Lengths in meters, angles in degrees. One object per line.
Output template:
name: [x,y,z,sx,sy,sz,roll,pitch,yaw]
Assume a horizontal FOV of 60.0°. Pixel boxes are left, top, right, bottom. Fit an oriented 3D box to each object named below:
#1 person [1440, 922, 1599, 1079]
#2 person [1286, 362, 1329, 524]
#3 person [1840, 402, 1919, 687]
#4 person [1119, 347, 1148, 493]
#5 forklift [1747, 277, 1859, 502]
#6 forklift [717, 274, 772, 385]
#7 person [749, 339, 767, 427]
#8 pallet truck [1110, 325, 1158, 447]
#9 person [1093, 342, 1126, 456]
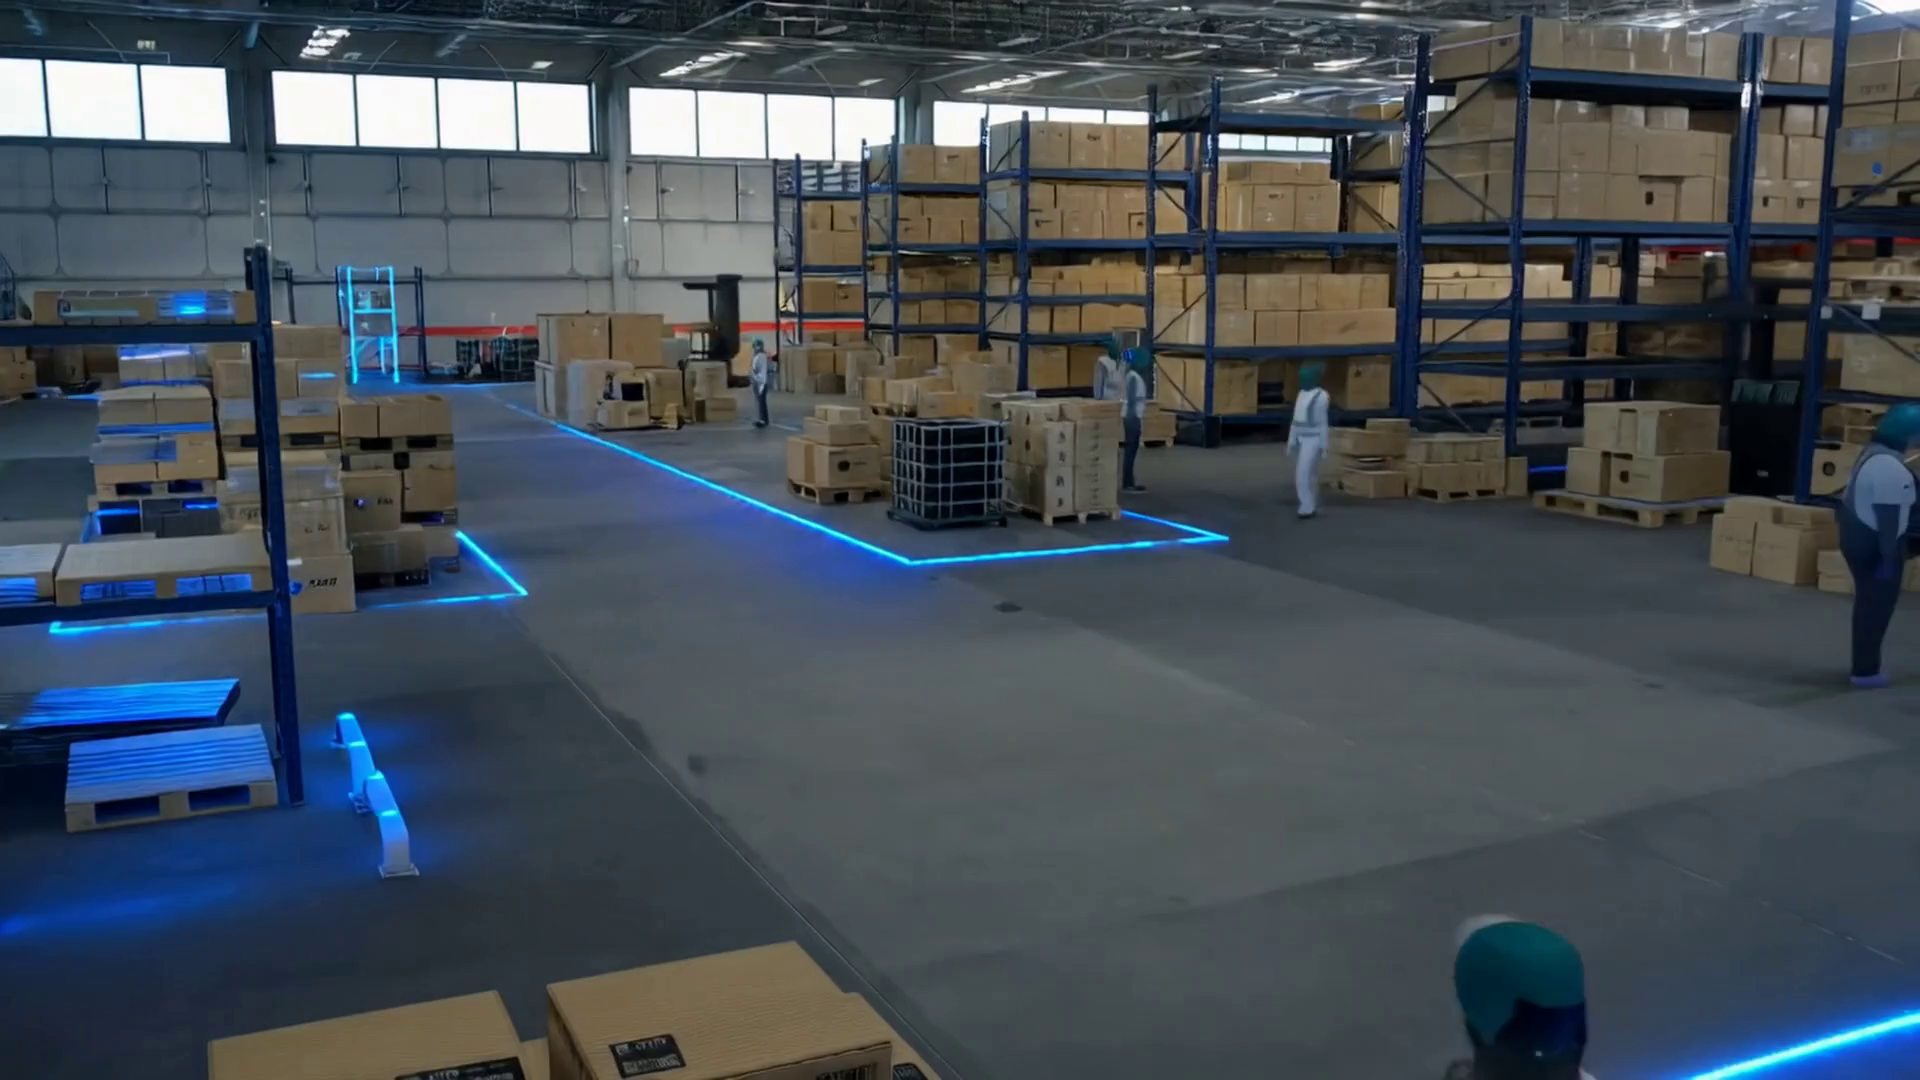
person: [0.851,1.521,2.836,0.603,1.870,1.054,-4,10,-25]
person: [3.928,-1.105,19.092,0.676,1.859,0.604,-3,10,-17]
person: [6.456,0.010,11.622,0.548,2.000,0.749,2,9,14]
person: [2.276,-1.575,21.851,0.391,1.914,0.587,2,9,10]
forklift: [9.945,-1.761,20.013,1.873,2.768,1.129,-4,10,-25]
forklift: [-5.788,-5.273,41.803,1.873,2.768,1.129,-4,10,-25]
person: [-3.765,-2.926,31.076,0.307,1.641,0.514,-5,10,-27]
pallet truck: [2.881,-2.596,27.923,0.823,1.965,1.885,-1,9,-7]
person: [2.428,-2.213,26.206,0.636,1.781,0.990,-9,13,-43]
